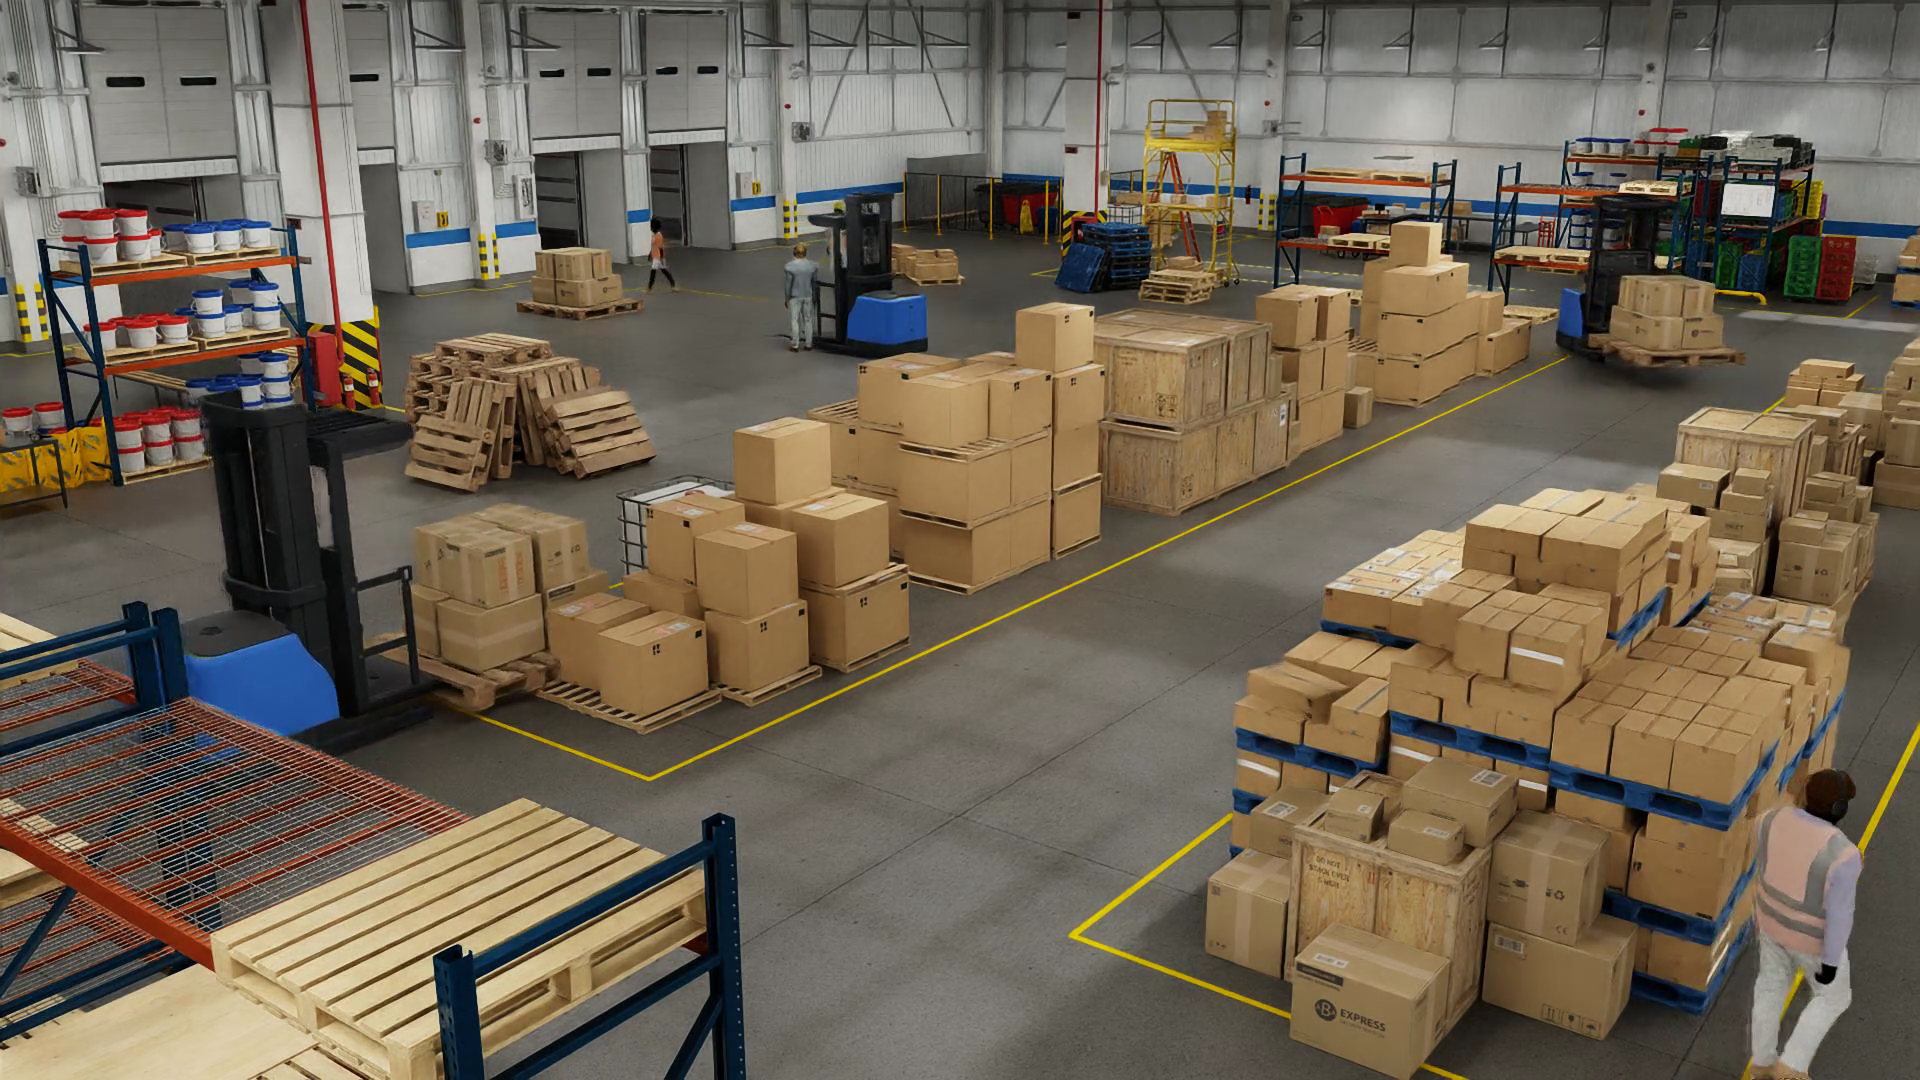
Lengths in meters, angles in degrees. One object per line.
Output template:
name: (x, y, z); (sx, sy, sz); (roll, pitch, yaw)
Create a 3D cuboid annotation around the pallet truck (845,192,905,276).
pallet truck: (-1.936, -7.159, 38.982); (1.885, 1.965, 0.823); (-12, 21, -34)

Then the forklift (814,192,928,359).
forklift: (-1.567, -4.713, 29.381); (1.873, 2.768, 1.129); (15, 22, 40)

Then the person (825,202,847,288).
person: (-2.730, -6.610, 37.310); (0.582, 1.919, 0.397); (1, 17, 3)

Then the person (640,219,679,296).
person: (-6.576, -6.192, 36.373); (0.887, 1.653, 0.534); (-5, 18, -17)

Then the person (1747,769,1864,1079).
person: (4.440, 2.056, 8.767); (0.445, 1.820, 0.638); (-7, 18, -21)

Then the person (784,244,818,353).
person: (-2.833, -4.309, 29.670); (0.636, 1.930, 0.372); (-9, 19, -27)

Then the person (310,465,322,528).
person: (-6.470, -0.220, 16.107); (0.355, 1.936, 0.636); (9, 19, 27)

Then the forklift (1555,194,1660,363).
forklift: (11.441, -4.641, 29.143); (1.129, 2.768, 1.873); (-1, 17, -5)

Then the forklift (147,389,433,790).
forklift: (-5.334, 0.270, 12.880); (1.129, 2.768, 1.873); (12, 21, 35)
